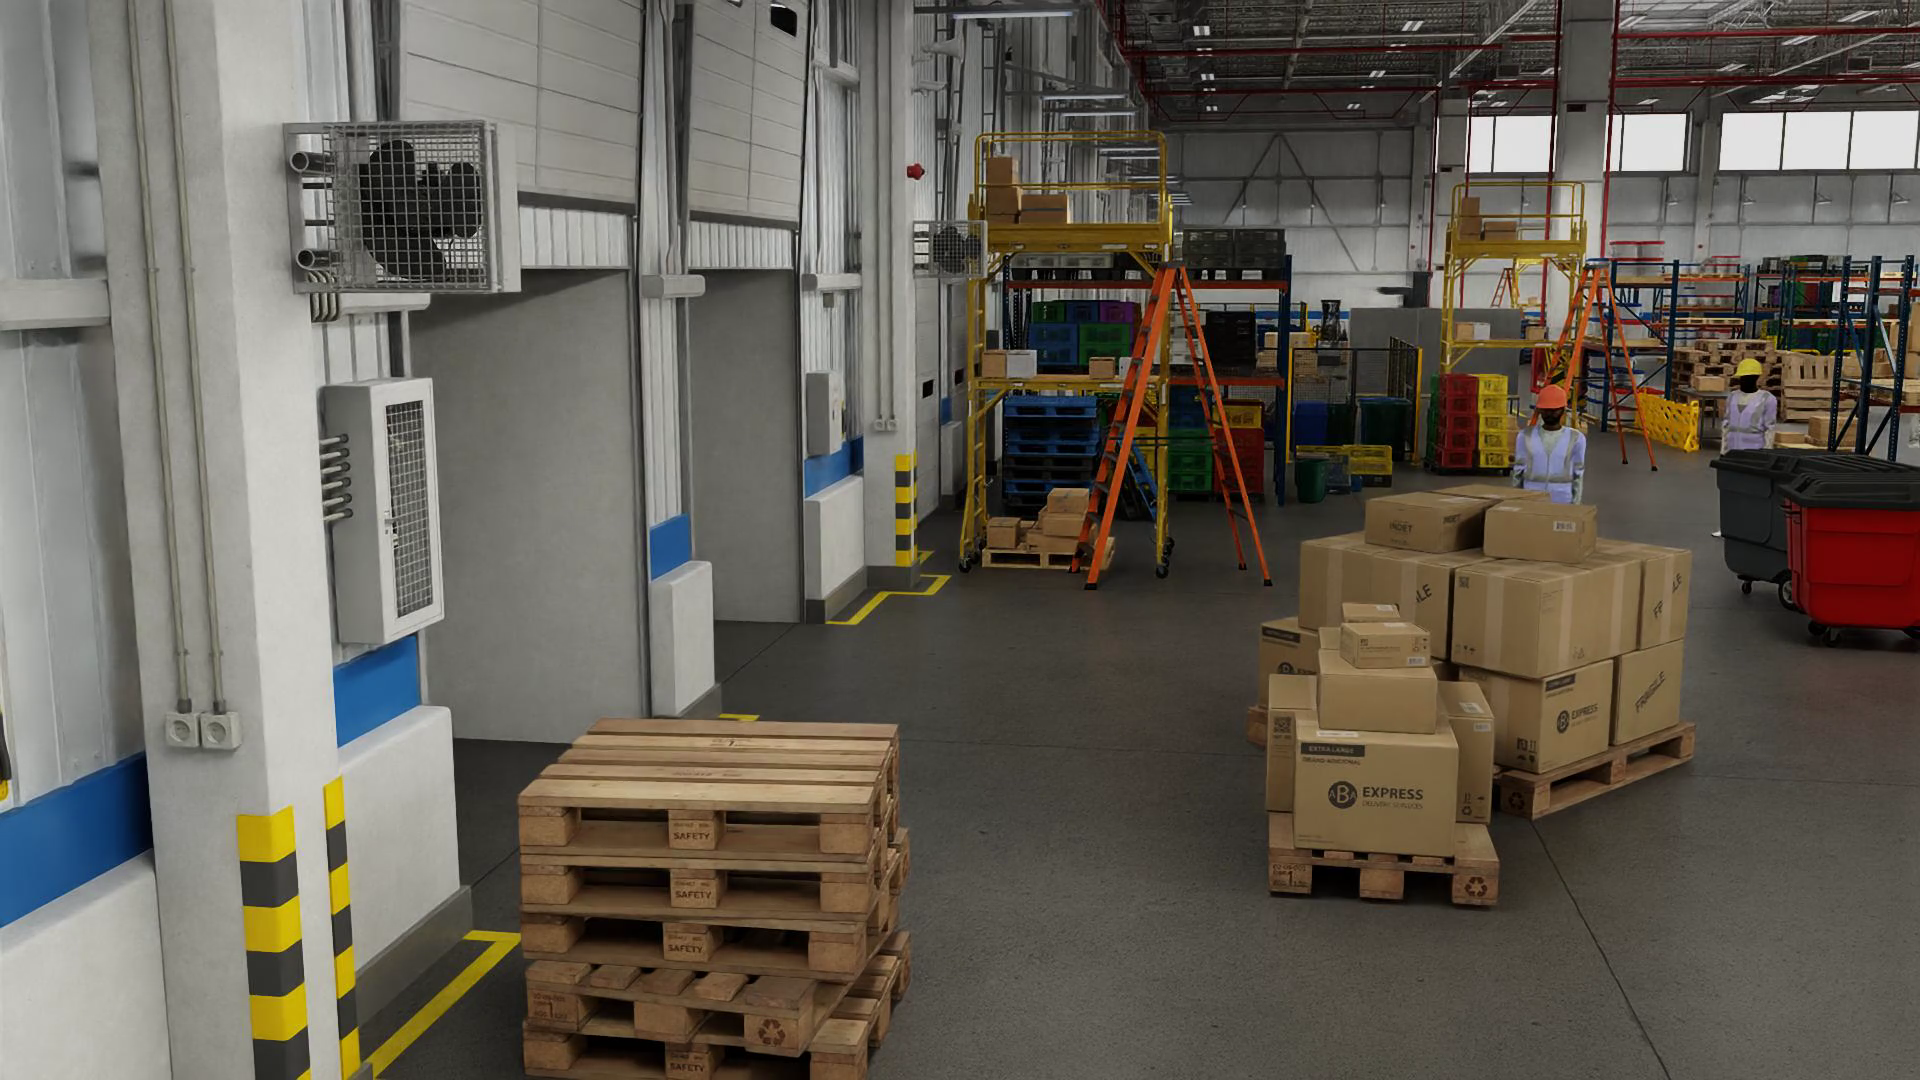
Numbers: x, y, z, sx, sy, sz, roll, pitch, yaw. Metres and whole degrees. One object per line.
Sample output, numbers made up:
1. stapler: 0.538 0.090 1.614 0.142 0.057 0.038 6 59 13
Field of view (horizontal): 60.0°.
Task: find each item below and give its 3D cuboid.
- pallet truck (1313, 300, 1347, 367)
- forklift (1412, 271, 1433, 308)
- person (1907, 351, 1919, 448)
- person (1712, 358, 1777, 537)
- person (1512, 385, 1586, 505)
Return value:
1. pallet truck: 11.159 -6.200 49.718 0.823 1.965 1.885 4 10 26
2. forklift: 11.580 -5.370 41.885 1.873 2.768 1.129 1 9 9
3. person: 15.498 -2.340 26.730 0.336 1.734 0.487 5 10 28
4. person: 8.290 -0.952 17.568 0.368 1.925 0.594 -5 11 -29
5. person: 4.730 -0.283 13.412 0.545 1.938 0.361 4 10 22
